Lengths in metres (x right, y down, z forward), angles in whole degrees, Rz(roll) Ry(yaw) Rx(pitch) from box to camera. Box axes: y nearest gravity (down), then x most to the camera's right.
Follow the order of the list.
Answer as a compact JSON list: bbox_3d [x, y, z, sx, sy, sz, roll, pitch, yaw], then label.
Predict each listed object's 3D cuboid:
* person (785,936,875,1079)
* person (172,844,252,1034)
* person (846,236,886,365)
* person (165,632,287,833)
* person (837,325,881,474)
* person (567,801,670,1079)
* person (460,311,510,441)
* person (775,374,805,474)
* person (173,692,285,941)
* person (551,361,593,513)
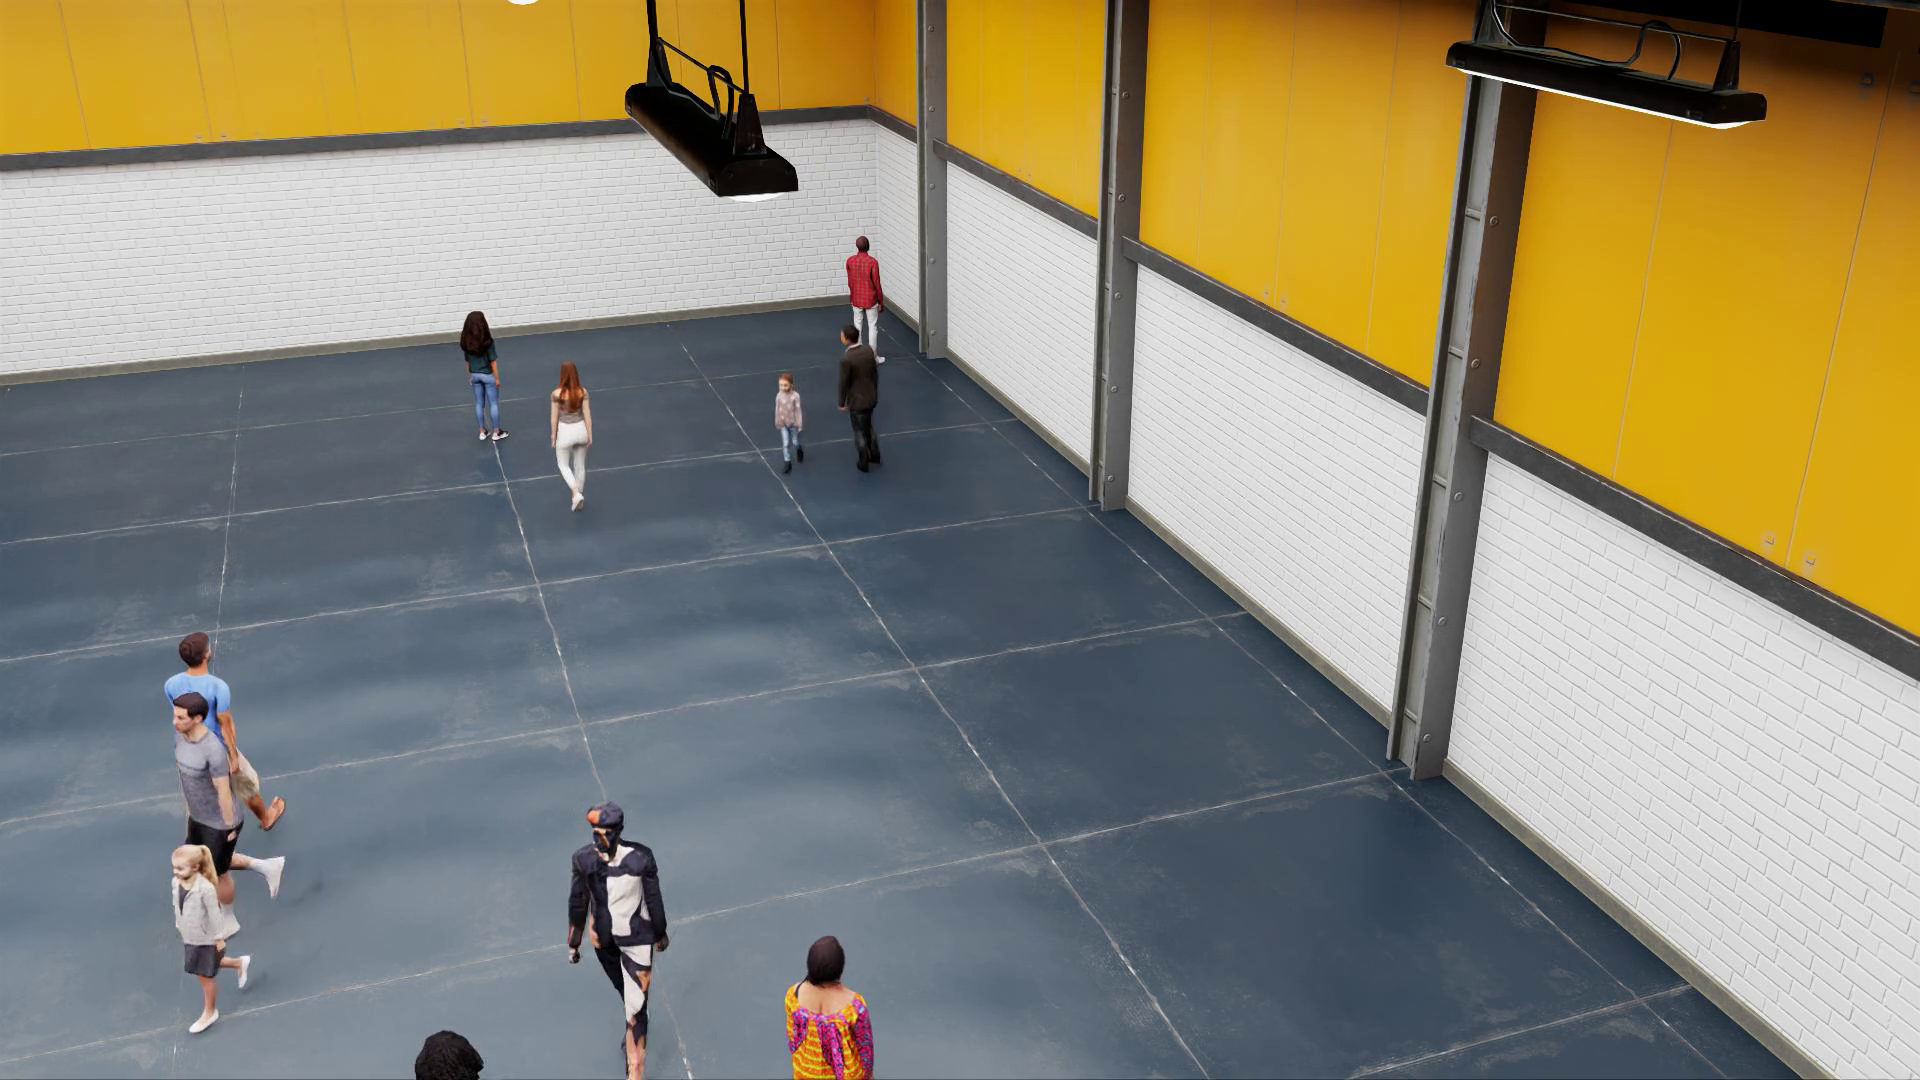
[{"bbox_3d":[-0.707,2.868,9.135,0.780,1.683,0.827,7,25,15],"label":"person"},{"bbox_3d":[-4.771,2.469,10.575,0.804,1.260,0.854,11,26,24],"label":"person"},{"bbox_3d":[-1.323,-3.351,23.192,0.751,1.820,0.804,10,25,21],"label":"person"},{"bbox_3d":[-5.412,1.584,11.893,0.988,1.827,1.248,2,24,4],"label":"person"},{"bbox_3d":[-1.131,-1.634,19.305,0.806,1.786,0.796,-18,29,-35],"label":"person"},{"bbox_3d":[-2.020,2.356,10.093,1.026,1.854,1.197,3,24,7],"label":"person"},{"bbox_3d":[-5.849,-2.019,20.399,0.710,1.617,0.750,6,24,13],"label":"person"},{"bbox_3d":[-1.978,-1.392,19.498,0.676,1.187,0.772,6,24,12],"label":"person"},{"bbox_3d":[-4.969,1.841,11.279,1.024,1.848,1.014,16,28,33],"label":"person"},{"bbox_3d":[-4.225,-1.095,18.165,0.654,1.712,0.847,-11,26,-24],"label":"person"}]
